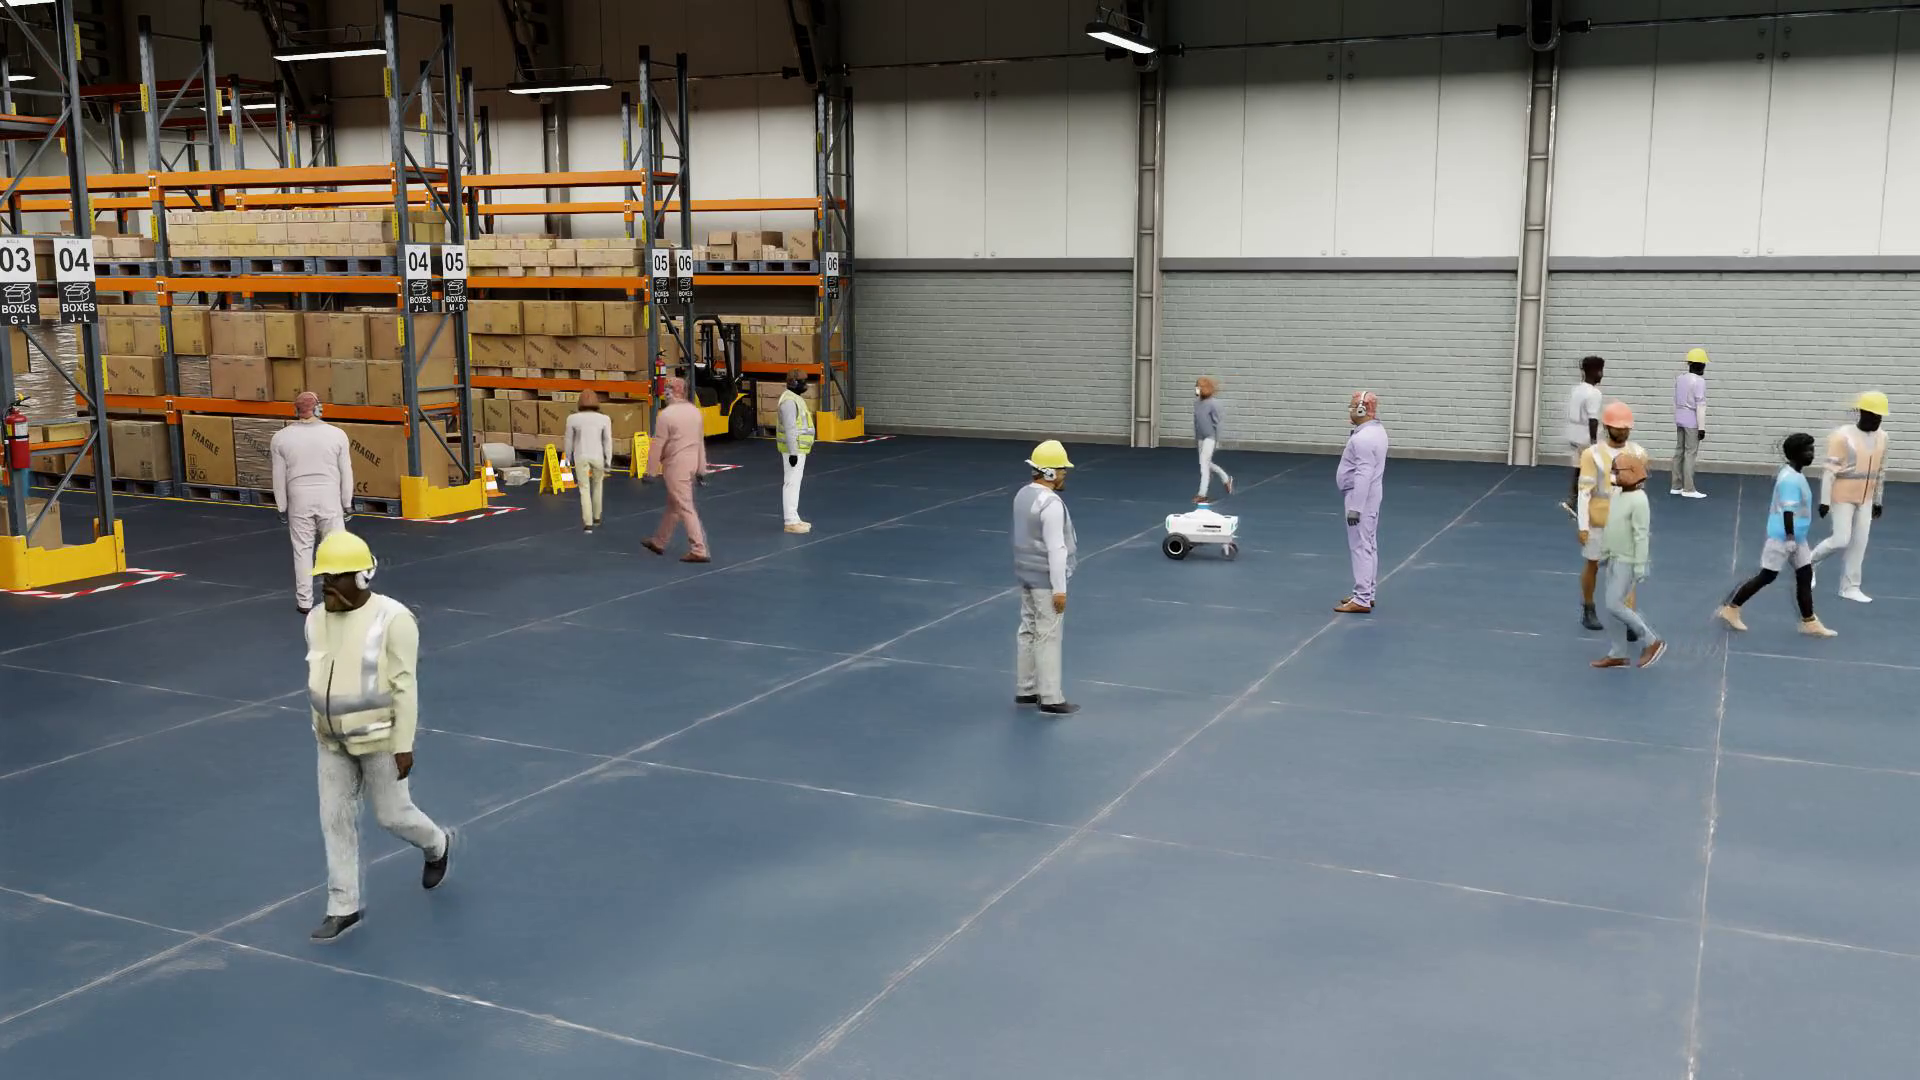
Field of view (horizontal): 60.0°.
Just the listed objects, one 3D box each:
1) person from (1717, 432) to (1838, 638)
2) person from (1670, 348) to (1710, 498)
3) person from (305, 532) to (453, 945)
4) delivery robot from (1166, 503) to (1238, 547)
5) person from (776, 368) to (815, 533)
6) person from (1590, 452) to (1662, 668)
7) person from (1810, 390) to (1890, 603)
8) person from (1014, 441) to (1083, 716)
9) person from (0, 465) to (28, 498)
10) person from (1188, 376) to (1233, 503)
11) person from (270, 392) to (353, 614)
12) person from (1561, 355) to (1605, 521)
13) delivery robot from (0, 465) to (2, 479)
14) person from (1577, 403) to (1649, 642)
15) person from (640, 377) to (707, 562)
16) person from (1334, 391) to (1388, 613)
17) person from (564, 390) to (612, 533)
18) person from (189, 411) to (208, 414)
[{"bbox_3d":[6.601,-0.049,13.379,0.855,1.662,0.539,6,11,32],"label":"person"},{"bbox_3d":[9.462,-1.512,21.528,0.370,1.927,0.588,-1,9,-9],"label":"person"},{"bbox_3d":[-2.629,0.840,7.465,0.588,1.816,0.733,3,10,19],"label":"person"},{"bbox_3d":[2.473,-0.136,16.984,0.707,0.478,0.477,3,10,15],"label":"delivery robot"},{"bbox_3d":[-1.840,-1.005,18.691,0.429,1.839,0.634,0,9,0],"label":"person"},{"bbox_3d":[4.890,0.164,12.205,0.394,1.618,0.505,0,9,3],"label":"person"},{"bbox_3d":[7.917,-0.401,14.829,0.593,1.900,0.673,-3,10,-17],"label":"person"},{"bbox_3d":[0.576,0.260,11.036,0.464,1.830,0.613,-4,10,-22],"label":"person"},{"bbox_3d":[-11.291,-1.174,19.851,0.715,1.806,0.397,3,10,18],"label":"person"},{"bbox_3d":[3.203,-1.288,21.131,0.678,1.606,0.508,-5,10,-27],"label":"person"},{"bbox_3d":[-5.543,-0.317,14.280,0.642,1.905,0.399,-3,10,-19],"label":"person"},{"bbox_3d":[7.296,-1.168,19.334,0.417,1.952,0.636,-1,9,-6],"label":"person"},{"bbox_3d":[-12.444,-0.855,21.409,0.707,0.478,0.477,4,10,25],"label":"delivery robot"},{"bbox_3d":[5.219,-0.146,13.279,0.575,1.882,0.990,0,9,0],"label":"person"},{"bbox_3d":[-2.935,-0.713,16.851,0.966,1.857,0.649,4,10,23],"label":"person"},{"bbox_3d":[3.441,-0.327,14.324,0.409,1.906,0.652,4,10,23],"label":"person"},{"bbox_3d":[-4.199,-0.898,18.797,0.515,1.588,0.869,-3,10,-18],"label":"person"},{"bbox_3d":[-11.778,-2.277,25.871,0.390,2.039,0.615,6,11,33],"label":"person"}]
